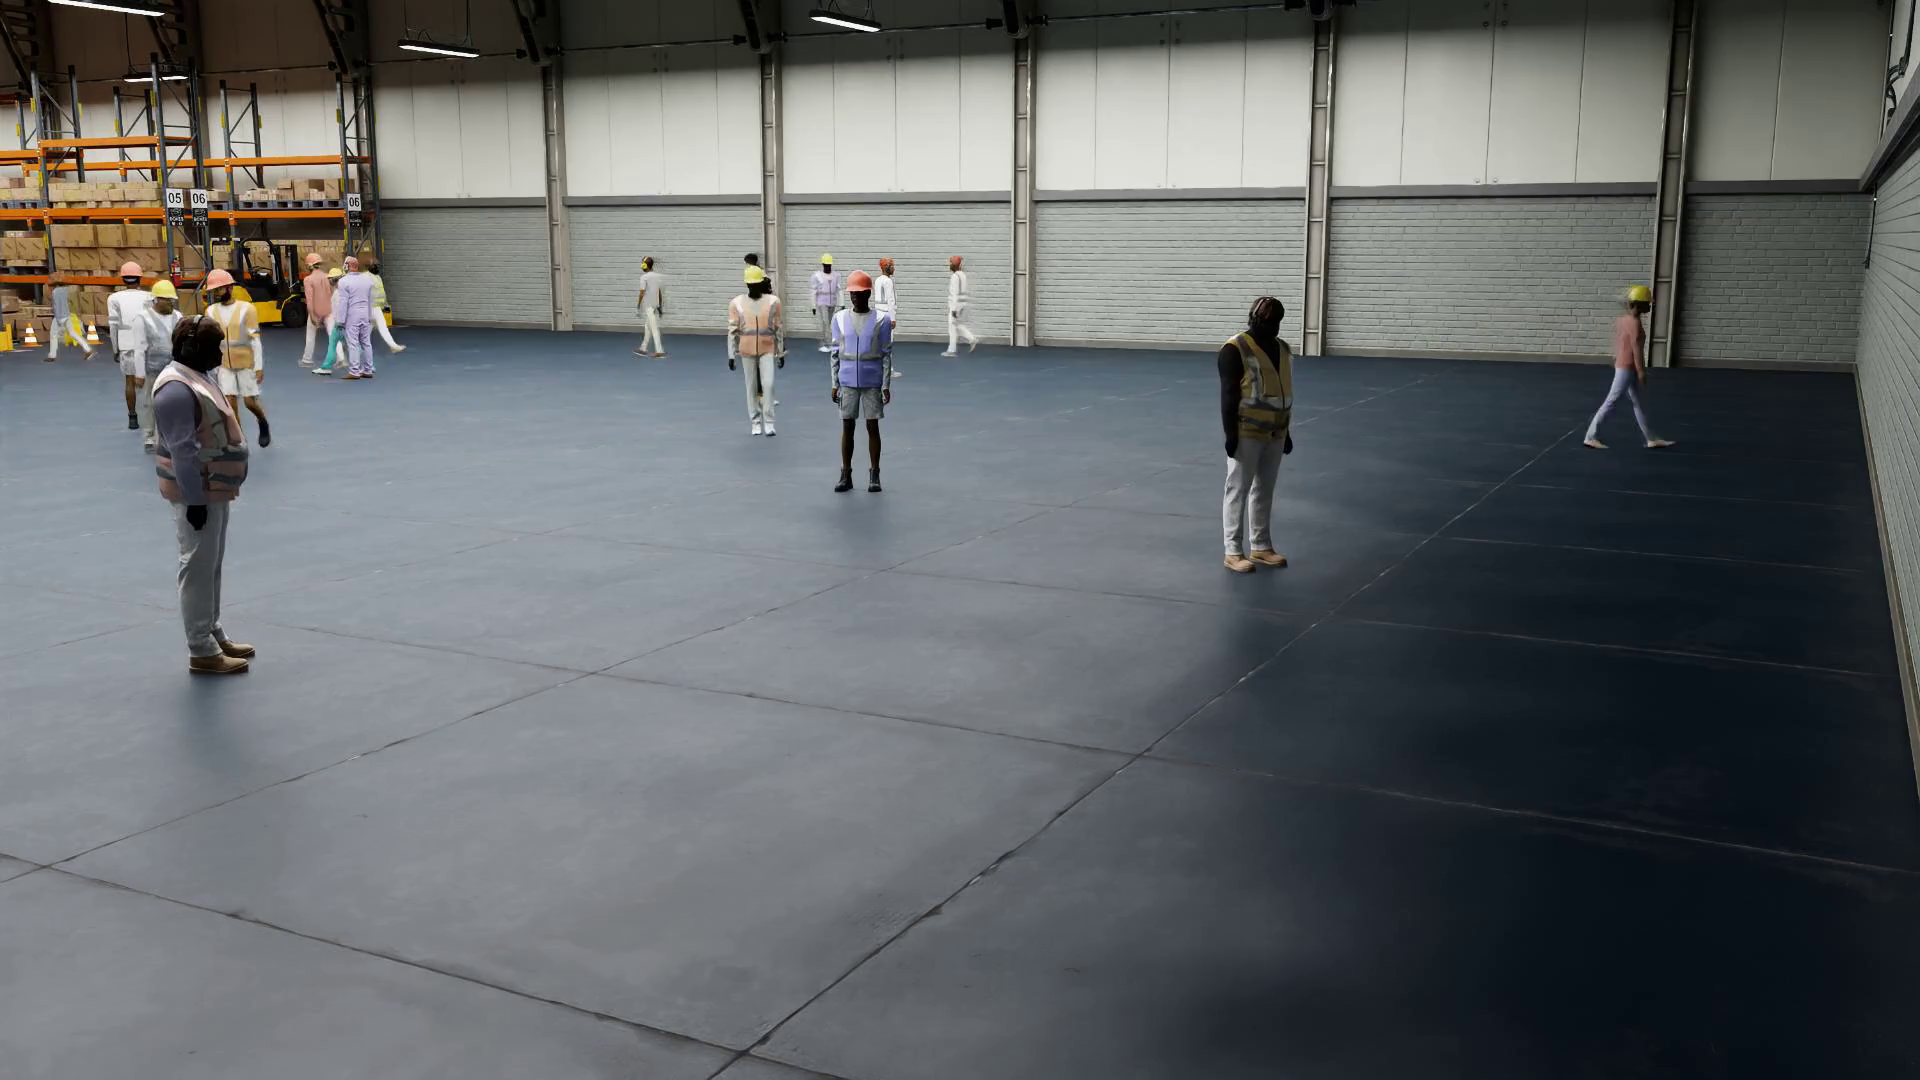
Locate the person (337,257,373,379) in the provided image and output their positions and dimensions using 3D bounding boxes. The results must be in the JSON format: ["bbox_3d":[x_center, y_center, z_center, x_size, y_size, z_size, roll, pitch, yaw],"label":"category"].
[{"bbox_3d":[-9.467,-3.461,25.979,0.407,1.910,0.638,5,12,26],"label":"person"}]

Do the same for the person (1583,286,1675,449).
[{"bbox_3d":[7.020,-1.788,17.385,0.927,1.714,0.550,3,11,16],"label":"person"}]

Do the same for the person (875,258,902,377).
[{"bbox_3d":[-1.163,-3.525,26.397,0.354,1.883,0.576,-5,11,-25],"label":"person"}]

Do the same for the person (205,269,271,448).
[{"bbox_3d":[-7.300,-1.782,16.834,0.558,1.910,0.633,0,10,-1],"label":"person"}]

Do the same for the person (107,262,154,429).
[{"bbox_3d":[-9.555,-2.255,19.328,0.551,1.932,0.378,-3,11,-18],"label":"person"}]

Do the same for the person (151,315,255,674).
[{"bbox_3d":[-3.895,-0.236,8.591,0.429,1.838,0.621,-3,11,-15],"label":"person"}]

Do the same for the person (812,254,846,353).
[{"bbox_3d":[-2.489,-4.500,31.756,0.596,1.871,1.000,-7,12,-32],"label":"person"}]

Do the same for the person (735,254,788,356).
[{"bbox_3d":[-3.660,-4.313,30.650,1.031,1.903,0.655,-2,11,-13],"label":"person"}]

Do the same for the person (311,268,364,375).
[{"bbox_3d":[-10.003,-3.524,26.868,0.923,1.709,0.528,-2,11,-11],"label":"person"}]

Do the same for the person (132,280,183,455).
[{"bbox_3d":[-8.117,-1.747,16.992,0.783,1.782,0.618,5,12,27],"label":"person"}]

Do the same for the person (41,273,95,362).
[{"bbox_3d":[-15.904,-3.957,29.558,0.860,1.587,0.490,0,10,0],"label":"person"}]

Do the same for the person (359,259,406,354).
[{"bbox_3d":[-11.024,-4.415,31.488,0.954,1.792,0.638,-1,10,-4],"label":"person"}]

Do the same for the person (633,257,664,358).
[{"bbox_3d":[-5.802,-4.274,30.589,0.859,1.838,0.554,5,11,25],"label":"person"}]

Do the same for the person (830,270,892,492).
[{"bbox_3d":[-0.868,-1.382,14.558,0.543,1.939,0.360,1,10,6],"label":"person"}]

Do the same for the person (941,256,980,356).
[{"bbox_3d":[-0.017,-4.326,30.800,0.625,1.870,0.590,4,11,20],"label":"person"}]

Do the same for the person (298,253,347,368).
[{"bbox_3d":[-10.797,-3.861,28.100,1.044,1.945,0.614,7,13,34],"label":"person"}]

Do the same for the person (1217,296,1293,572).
[{"bbox_3d":[2.014,-0.714,11.198,0.619,1.838,0.430,-8,13,-37],"label":"person"}]

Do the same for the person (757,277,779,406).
[{"bbox_3d":[-2.593,-2.629,22.018,0.319,1.697,0.533,-4,11,-19],"label":"person"}]

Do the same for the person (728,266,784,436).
[{"bbox_3d":[-2.266,-2.081,18.484,0.623,1.889,0.876,-1,10,-7],"label":"person"}]
